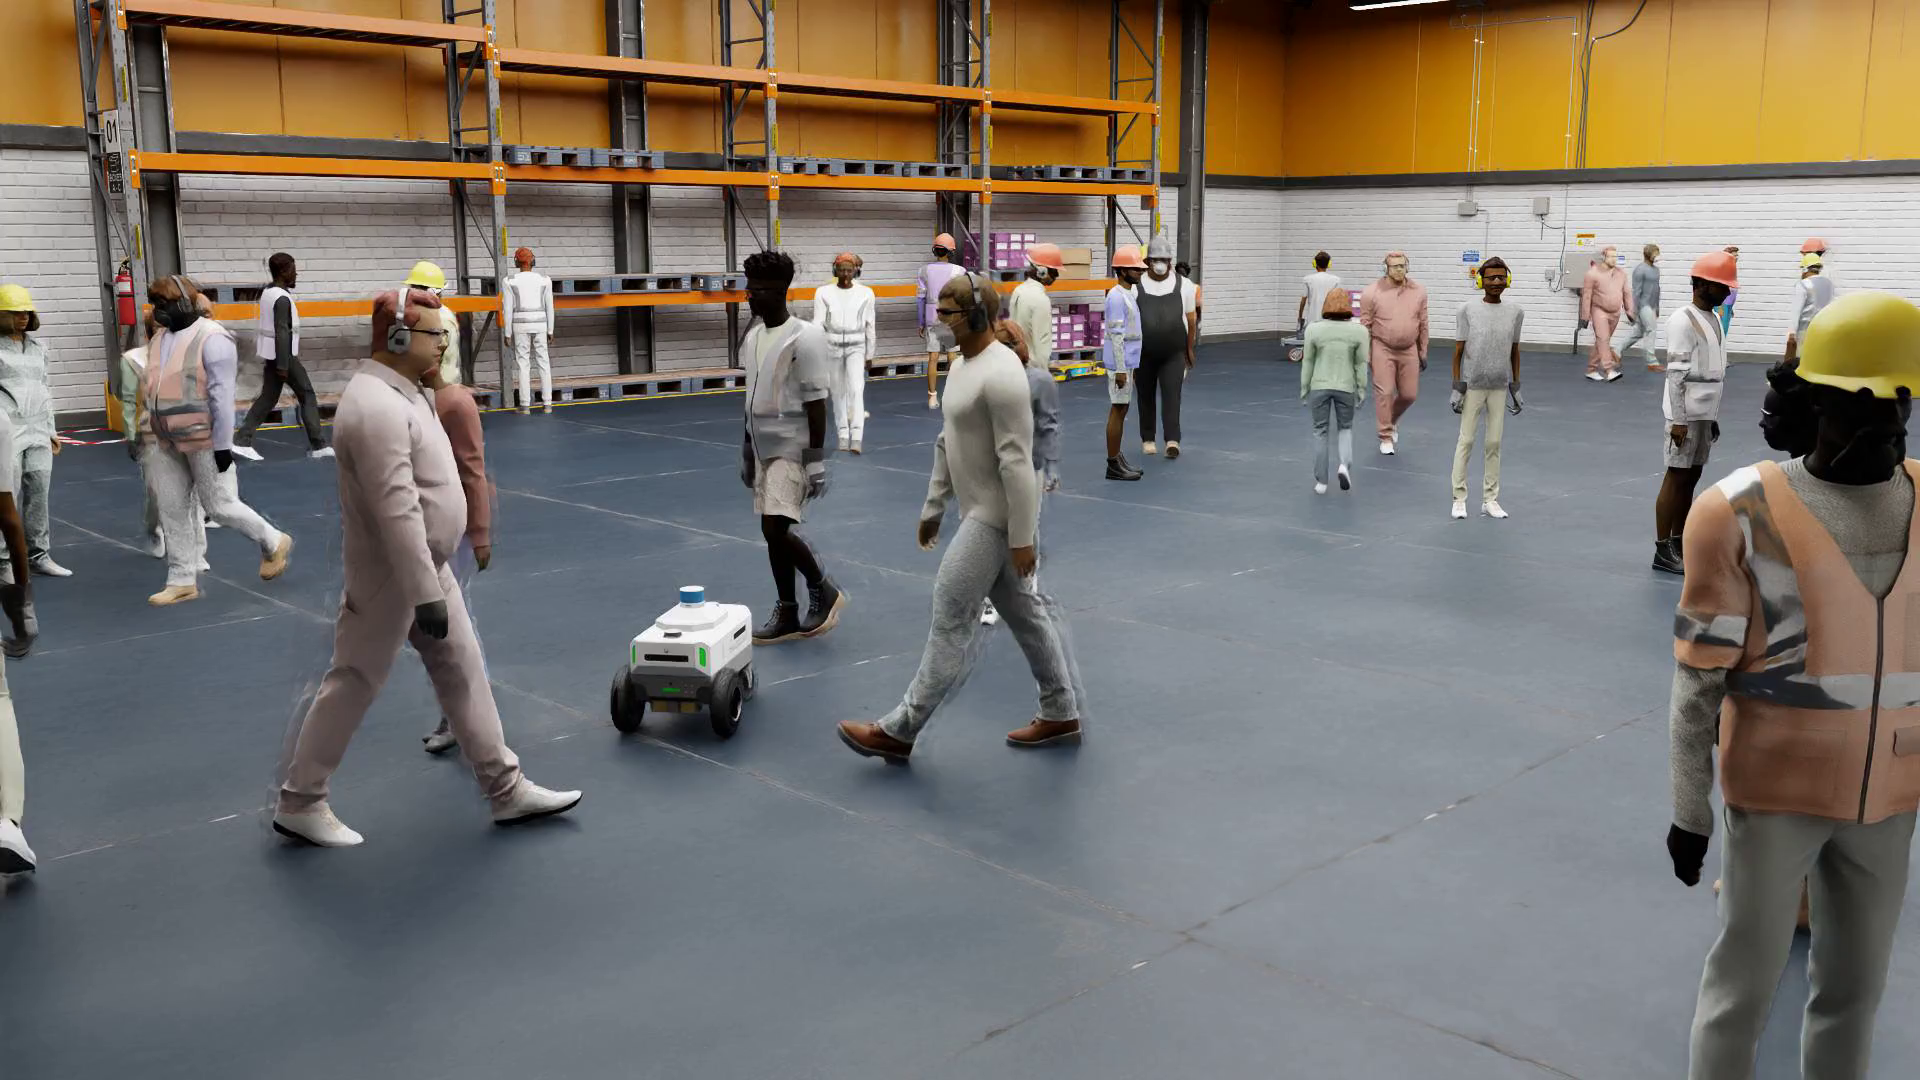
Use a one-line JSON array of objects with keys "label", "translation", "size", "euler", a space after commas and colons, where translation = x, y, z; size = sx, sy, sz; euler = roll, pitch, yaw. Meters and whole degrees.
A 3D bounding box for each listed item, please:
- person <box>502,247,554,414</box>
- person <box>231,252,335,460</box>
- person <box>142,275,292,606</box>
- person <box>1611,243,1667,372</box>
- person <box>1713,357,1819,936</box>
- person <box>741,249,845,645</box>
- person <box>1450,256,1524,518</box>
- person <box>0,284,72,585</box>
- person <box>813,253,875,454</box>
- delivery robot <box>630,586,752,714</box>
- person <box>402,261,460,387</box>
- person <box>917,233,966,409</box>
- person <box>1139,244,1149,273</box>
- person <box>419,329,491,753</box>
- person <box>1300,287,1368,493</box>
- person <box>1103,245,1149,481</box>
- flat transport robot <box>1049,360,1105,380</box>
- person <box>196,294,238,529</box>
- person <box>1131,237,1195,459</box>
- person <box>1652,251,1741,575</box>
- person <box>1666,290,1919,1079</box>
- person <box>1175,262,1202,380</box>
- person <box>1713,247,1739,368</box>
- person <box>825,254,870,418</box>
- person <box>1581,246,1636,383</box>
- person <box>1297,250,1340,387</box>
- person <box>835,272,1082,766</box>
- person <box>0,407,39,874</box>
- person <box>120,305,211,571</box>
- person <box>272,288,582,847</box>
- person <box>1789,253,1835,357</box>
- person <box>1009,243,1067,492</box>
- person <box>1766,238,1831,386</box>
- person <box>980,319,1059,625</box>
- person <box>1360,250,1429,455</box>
[{"label": "person", "translation": [-4.895, -2.371, 18.901], "size": [0.573, 1.884, 0.359], "euler": [-5, 12, -26]}, {"label": "person", "translation": [-6.164, -1.652, 15.030], "size": [0.978, 1.878, 0.607], "euler": [-8, 13, -36]}, {"label": "person", "translation": [-4.194, -0.567, 9.282], "size": [0.622, 1.816, 0.748], "euler": [5, 12, 27]}, {"label": "person", "translation": [10.209, -3.484, 24.925], "size": [0.642, 1.910, 0.918], "euler": [-10, 14, -44]}, {"label": "person", "translation": [2.366, 0.312, 4.794], "size": [0.460, 1.679, 0.560], "euler": [5, 11, 25]}, {"label": "person", "translation": [-0.880, -0.437, 8.148], "size": [0.422, 1.952, 0.634], "euler": [-8, 13, -37]}, {"label": "person", "translation": [3.780, -1.083, 11.916], "size": [0.518, 1.873, 0.328], "euler": [0, 10, -1]}, {"label": "person", "translation": [-5.448, -0.609, 9.676], "size": [0.320, 1.742, 0.492], "euler": [3, 11, 17]}, {"label": "person", "translation": [-1.077, -1.713, 15.400], "size": [0.571, 1.846, 0.878], "euler": [0, 10, 0]}, {"label": "delivery robot", "translation": [-1.116, 0.437, 6.961], "size": [0.477, 0.478, 0.707], "euler": [2, 10, 8]}, {"label": "person", "translation": [-3.760, -1.047, 11.810], "size": [0.404, 1.837, 0.589], "euler": [-7, 13, -34]}, {"label": "person", "translation": [-0.192, -2.549, 19.434], "size": [0.612, 2.041, 0.394], "euler": [3, 11, 15]}, {"label": "person", "translation": [2.451, -2.945, 21.973], "size": [0.600, 1.907, 0.631], "euler": [3, 11, 18]}, {"label": "person", "translation": [-2.075, -0.031, 6.500], "size": [0.557, 1.746, 0.500], "euler": [10, 14, 43]}, {"label": "person", "translation": [2.924, -1.162, 13.039], "size": [0.506, 1.622, 0.373], "euler": [2, 11, 9]}, {"label": "person", "translation": [1.375, -1.466, 13.821], "size": [0.362, 1.938, 0.545], "euler": [2, 11, 12]}, {"label": "flat transport robot", "translation": [1.417, -2.405, 23.490], "size": [0.652, 0.197, 1.431], "euler": [7, 12, 33]}, {"label": "person", "translation": [-5.222, -0.874, 11.424], "size": [0.545, 1.619, 0.455], "euler": [9, 14, 41]}, {"label": "person", "translation": [1.781, -1.747, 15.071], "size": [0.708, 2.000, 0.987], "euler": [1, 10, 5]}, {"label": "person", "translation": [4.431, -0.759, 9.992], "size": [0.373, 1.929, 0.542], "euler": [10, 15, 44]}, {"label": "person", "translation": [1.688, 0.481, 3.249], "size": [0.599, 1.922, 0.380], "euler": [-1, 10, -5]}, {"label": "person", "translation": [3.062, -3.018, 23.050], "size": [0.544, 1.646, 0.897], "euler": [4, 11, 22]}, {"label": "person", "translation": [11.752, -3.579, 25.591], "size": [0.390, 1.846, 0.565], "euler": [8, 13, 39]}, {"label": "person", "translation": [-1.316, -2.225, 18.284], "size": [0.664, 1.822, 0.647], "euler": [-9, 14, -40]}, {"label": "person", "translation": [8.993, -3.111, 23.000], "size": [0.659, 1.856, 0.973], "euler": [-3, 11, -17]}, {"label": "person", "translation": [4.700, -2.874, 21.798], "size": [0.530, 1.834, 0.918], "euler": [0, 10, -1]}, {"label": "person", "translation": [0.032, -0.077, 6.399], "size": [1.036, 1.878, 0.653], "euler": [-2, 11, -11]}, {"label": "person", "translation": [-3.125, 0.183, 5.099], "size": [0.492, 1.848, 0.398], "euler": [-6, 12, -30]}, {"label": "person", "translation": [-4.838, -0.633, 10.160], "size": [0.520, 1.618, 0.683], "euler": [-8, 13, -38]}, {"label": "person", "translation": [-1.850, 0.106, 5.521], "size": [1.009, 1.864, 0.658], "euler": [-1, 10, -6]}, {"label": "person", "translation": [10.387, -2.606, 20.413], "size": [0.629, 1.795, 0.681], "euler": [-4, 11, -22]}, {"label": "person", "translation": [0.485, -1.324, 12.965], "size": [0.628, 1.961, 0.645], "euler": [-4, 11, -20]}, {"label": "person", "translation": [11.260, -2.974, 21.916], "size": [0.620, 2.007, 1.046], "euler": [-6, 12, -31]}, {"label": "person", "translation": [0.285, -0.398, 8.956], "size": [0.516, 1.584, 0.874], "euler": [1, 10, 5]}, {"label": "person", "translation": [4.029, -1.753, 15.515], "size": [0.657, 1.885, 0.594], "euler": [-1, 10, -4]}]
